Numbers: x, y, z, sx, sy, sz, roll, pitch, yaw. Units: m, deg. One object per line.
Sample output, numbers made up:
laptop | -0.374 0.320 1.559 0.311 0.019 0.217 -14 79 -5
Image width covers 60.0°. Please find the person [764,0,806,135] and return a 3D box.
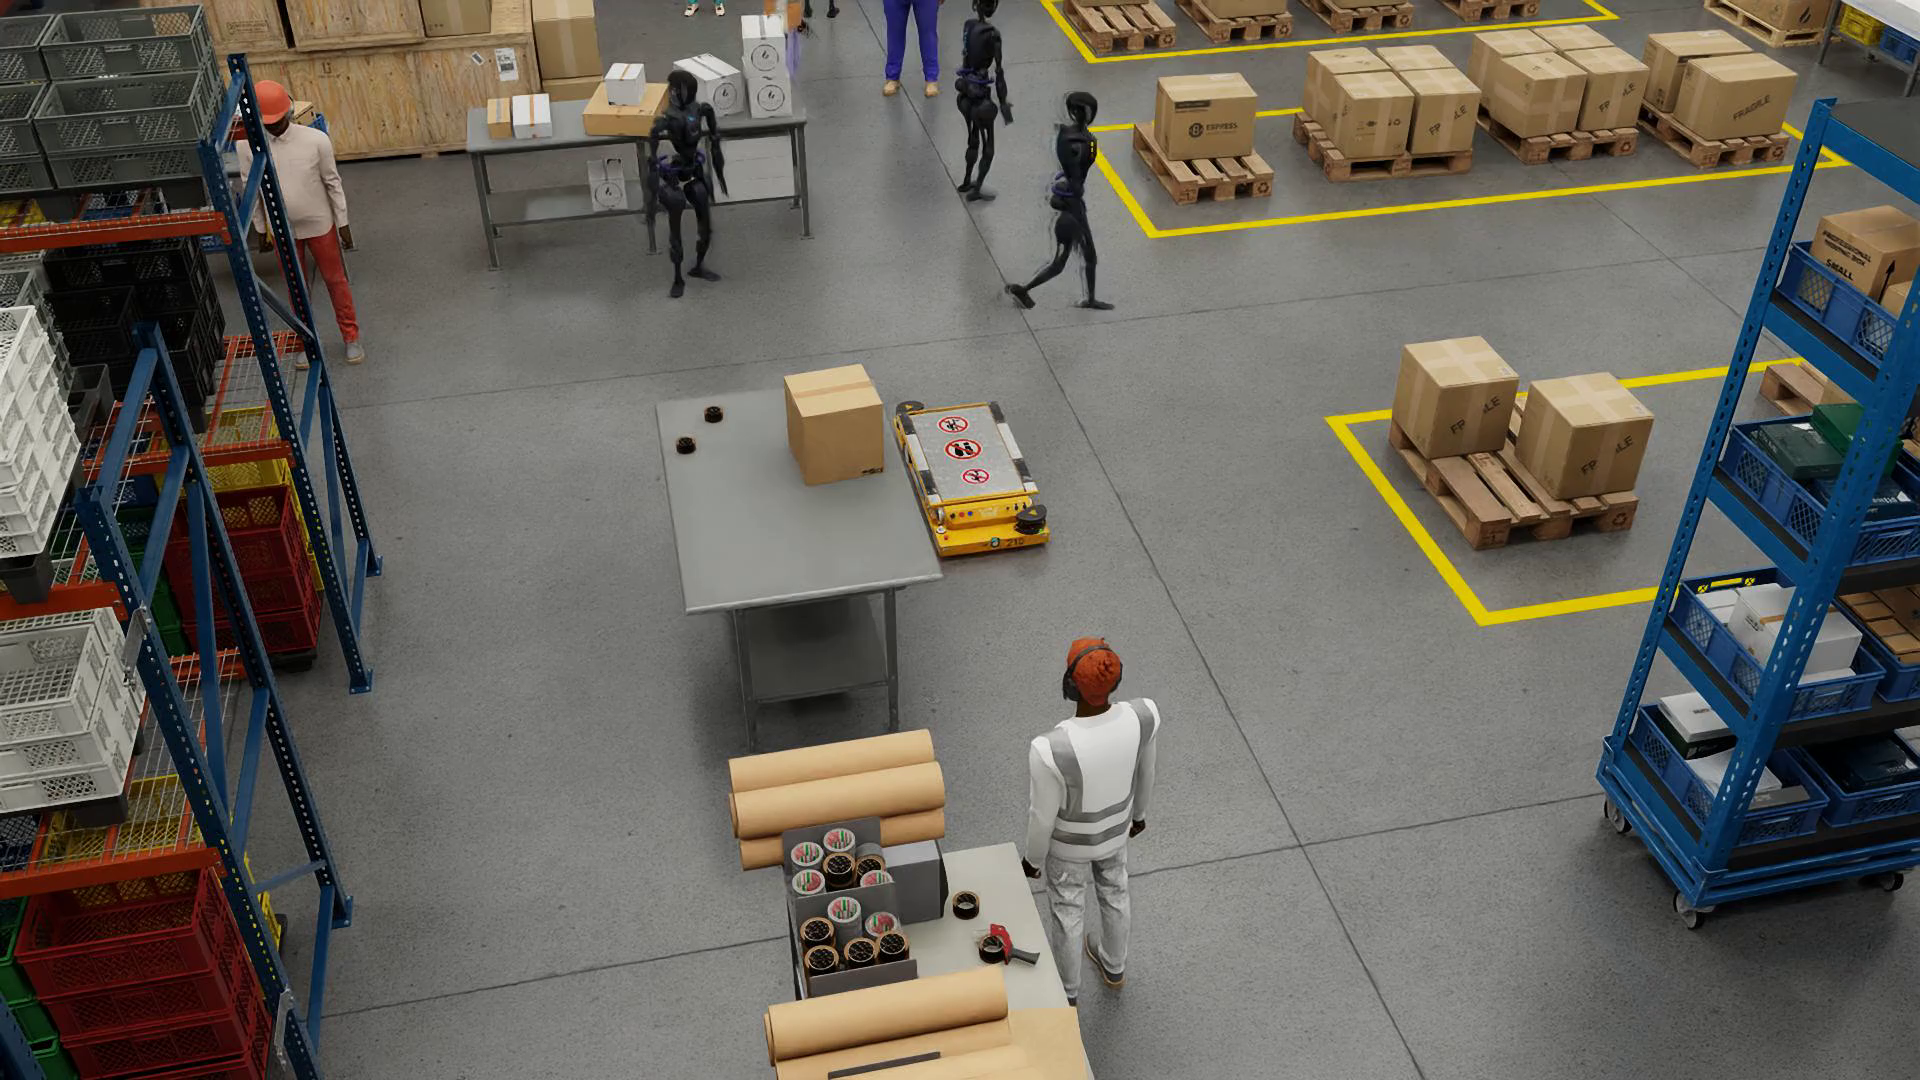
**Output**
person | -1.465 -4.400 14.127 0.381 1.875 0.725 -1 37 -2

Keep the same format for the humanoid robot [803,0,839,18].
humanoid robot | -1.433 -6.053 16.505 0.582 1.651 0.333 1 37 2

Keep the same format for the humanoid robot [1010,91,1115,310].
humanoid robot | 0.729 -2.324 11.523 0.698 1.630 0.577 7 37 9

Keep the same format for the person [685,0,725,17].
person | -2.590 -6.089 16.481 0.531 1.767 0.308 -1 37 -1

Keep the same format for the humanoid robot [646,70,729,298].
humanoid robot | -1.957 -2.531 11.772 0.667 1.652 0.326 -28 45 -33

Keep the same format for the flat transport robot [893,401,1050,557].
flat transport robot | 0.046 -0.430 10.108 0.652 0.197 1.431 -8 37 -10

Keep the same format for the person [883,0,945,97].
person | -0.429 -4.932 14.699 0.682 2.000 0.539 3 37 5

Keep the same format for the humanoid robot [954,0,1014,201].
humanoid robot | 0.124 -3.510 13.090 0.449 1.642 0.628 -19 41 -24

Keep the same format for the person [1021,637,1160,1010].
person | 0.505 1.161 6.642 0.583 1.879 0.337 -19 41 -23

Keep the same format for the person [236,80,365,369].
person | -4.306 -2.051 10.874 0.610 1.985 0.389 -6 37 -8
